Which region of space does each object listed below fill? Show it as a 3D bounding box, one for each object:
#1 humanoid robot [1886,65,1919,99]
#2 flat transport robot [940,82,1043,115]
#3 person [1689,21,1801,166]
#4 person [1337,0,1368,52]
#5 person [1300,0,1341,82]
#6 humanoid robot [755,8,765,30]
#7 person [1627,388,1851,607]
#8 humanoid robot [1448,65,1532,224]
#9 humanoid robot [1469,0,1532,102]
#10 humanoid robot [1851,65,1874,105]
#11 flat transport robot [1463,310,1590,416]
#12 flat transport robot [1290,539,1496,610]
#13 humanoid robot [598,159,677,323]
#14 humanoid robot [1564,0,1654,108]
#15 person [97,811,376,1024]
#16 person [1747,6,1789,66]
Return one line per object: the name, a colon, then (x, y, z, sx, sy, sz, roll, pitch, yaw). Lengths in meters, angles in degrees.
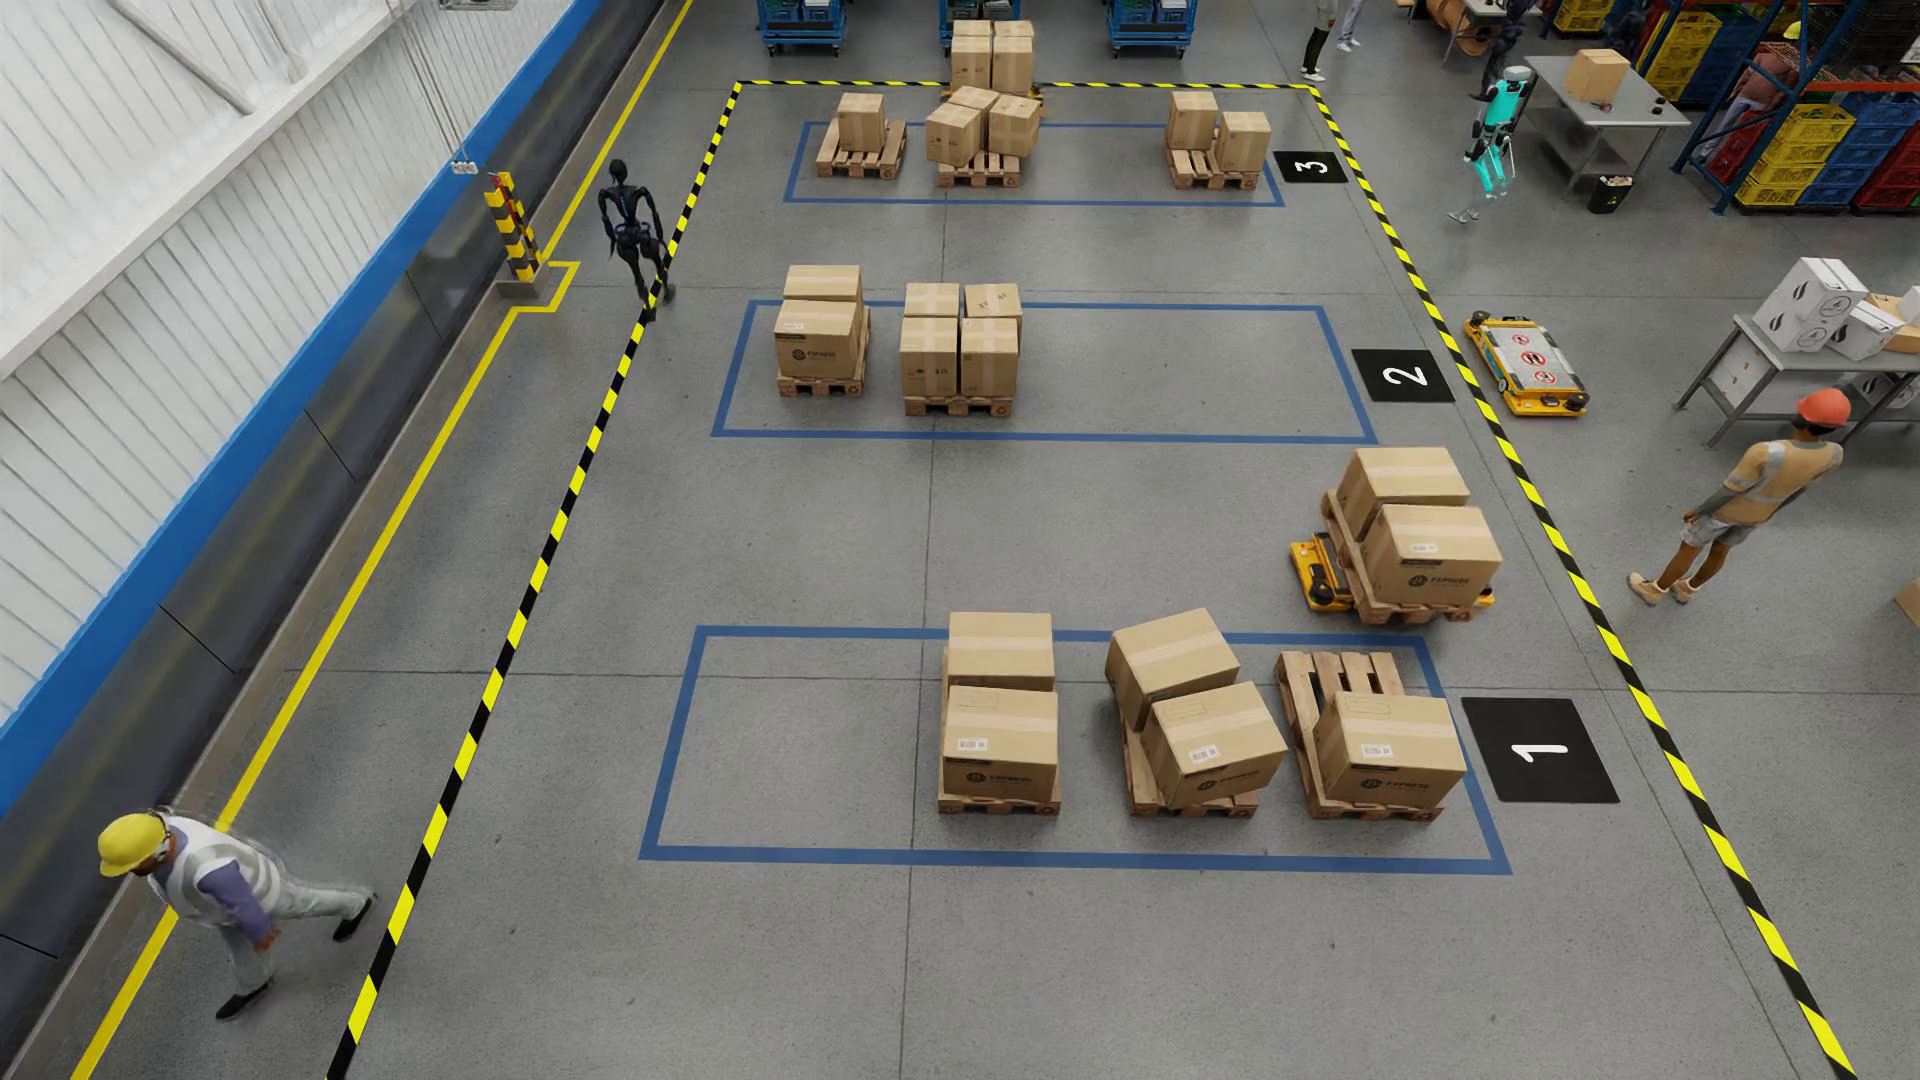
humanoid robot: (13.590, -7.025, 12.604, 0.536, 1.746, 0.704, 22, 52, 18)
flat transport robot: (0.438, -6.223, 12.902, 1.431, 0.197, 0.652, 1, 49, 1)
person: (9.713, -5.397, 11.214, 0.312, 1.768, 0.524, -31, 56, -24)
person: (6.116, -8.320, 13.761, 0.309, 1.739, 0.486, 37, 58, 27)
person: (5.251, -7.542, 13.014, 0.365, 1.852, 0.589, 3, 49, 2)
humanoid robot: (-2.965, -8.889, 14.327, 0.789, 1.621, 0.593, -21, 52, -17)
person: (5.577, -0.250, 6.578, 0.614, 2.040, 0.371, -1, 49, -1)
humanoid robot: (5.997, -4.311, 10.209, 0.533, 1.671, 0.735, -12, 50, -10)
humanoid robot: (7.486, -6.882, 12.560, 0.603, 1.648, 0.365, -34, 57, -26)
humanoid robot: (12.720, -6.777, 12.444, 0.542, 1.804, 0.770, -37, 58, -27)
flat transport robot: (5.573, -1.757, 9.054, 0.659, 0.231, 1.431, 1, 49, 1)
flat transport robot: (3.445, 0.235, 7.311, 1.431, 0.197, 0.652, -1, 49, -1)
humanoid robot: (-3.267, -3.050, 9.248, 0.586, 1.644, 0.602, -7, 50, -6)
humanoid robot: (8.722, -6.443, 12.197, 0.610, 1.633, 0.701, -17, 51, -14)
person: (-3.893, 1.949, 4.845, 0.605, 1.782, 0.896, 17, 51, 15)
person: (11.794, -7.687, 13.129, 0.310, 1.868, 0.528, 1, 49, 1)
